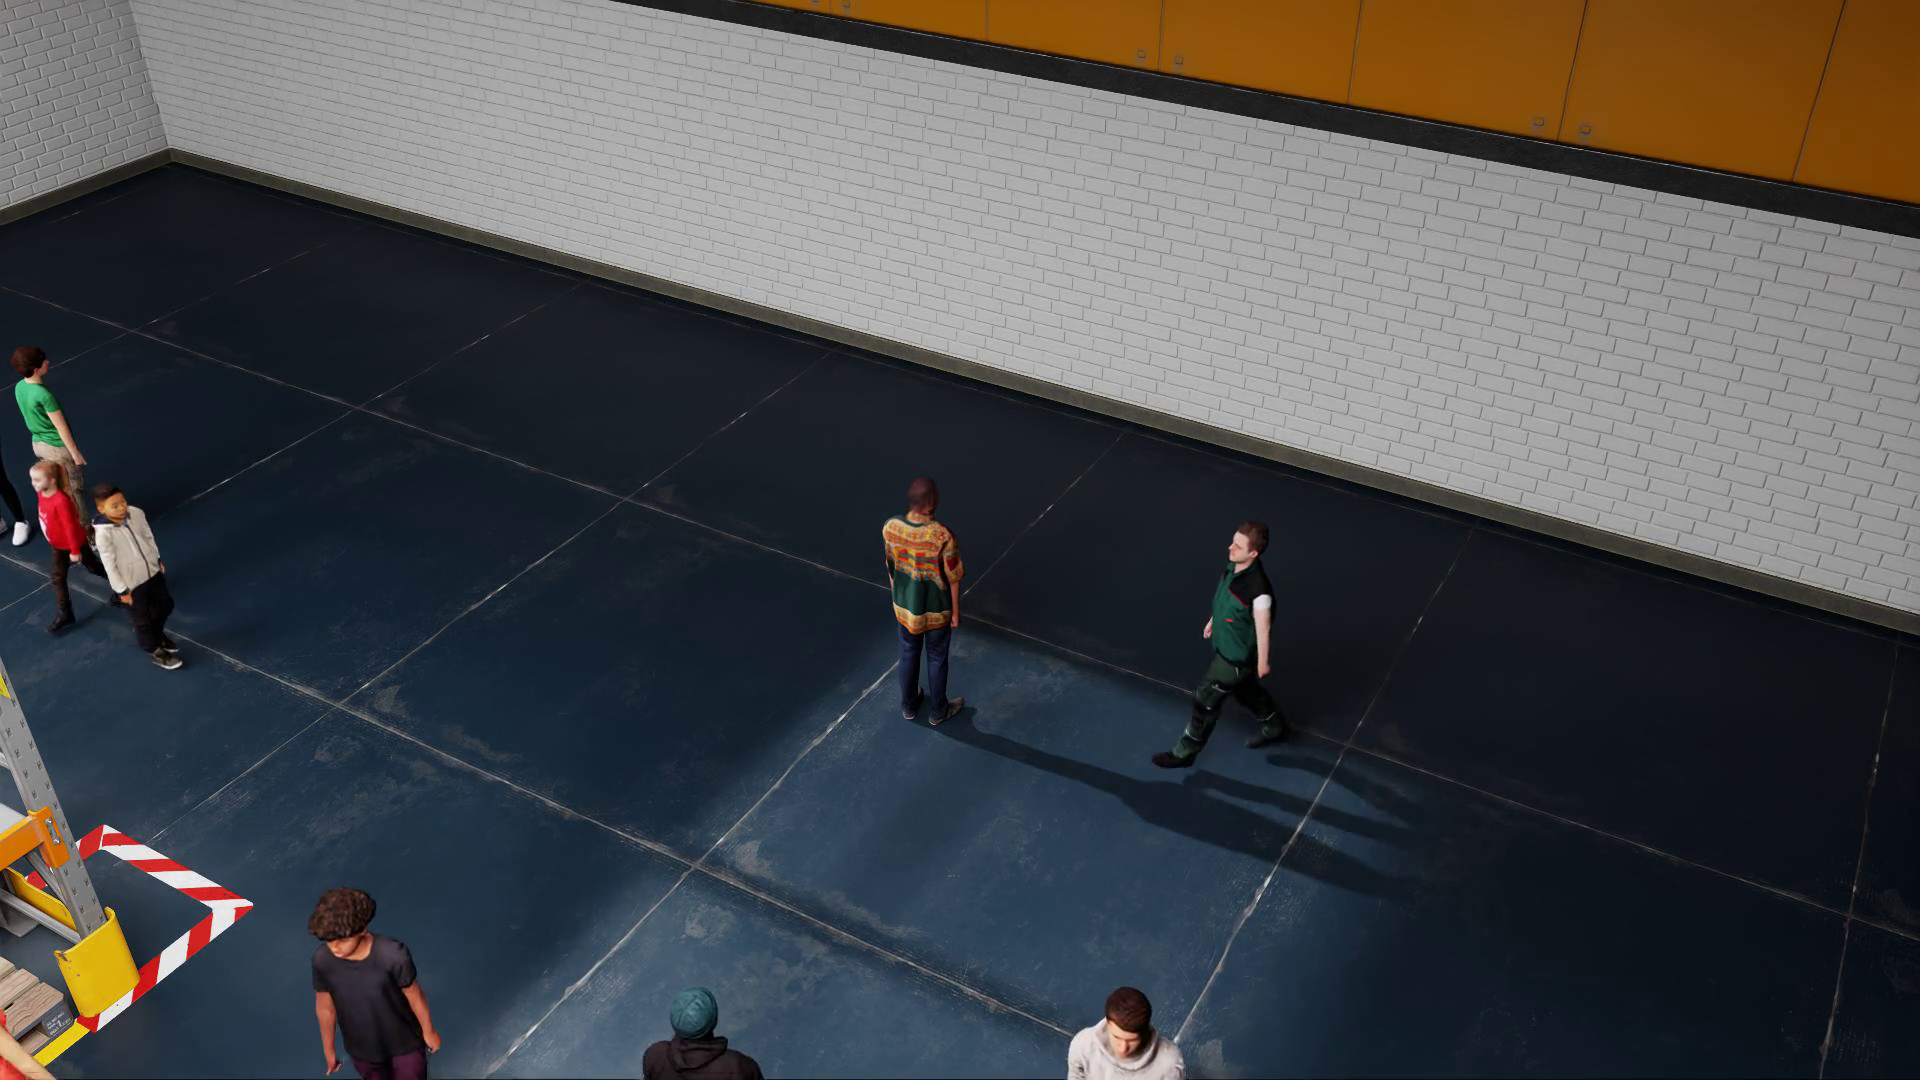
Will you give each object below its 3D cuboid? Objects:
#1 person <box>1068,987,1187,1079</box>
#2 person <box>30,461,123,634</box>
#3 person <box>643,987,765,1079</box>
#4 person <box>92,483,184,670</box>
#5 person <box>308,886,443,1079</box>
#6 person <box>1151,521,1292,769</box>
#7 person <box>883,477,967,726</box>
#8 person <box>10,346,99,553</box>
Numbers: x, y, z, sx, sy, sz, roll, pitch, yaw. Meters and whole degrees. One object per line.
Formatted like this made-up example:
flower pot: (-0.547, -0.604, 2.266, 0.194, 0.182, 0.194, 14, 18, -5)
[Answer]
person: (0.747, 2.550, 7.354, 1.005, 1.796, 1.329, 4, 34, 6)
person: (-6.201, -0.004, 11.681, 0.499, 1.258, 0.881, 19, 38, 26)
person: (-1.105, 2.689, 7.166, 0.899, 1.771, 1.270, 8, 34, 12)
person: (-5.579, 0.225, 11.166, 0.716, 1.447, 0.584, 10, 35, 14)
person: (-2.694, 2.250, 7.828, 0.762, 1.771, 0.766, 1, 34, 1)
person: (1.769, 0.646, 10.213, 1.128, 1.802, 1.180, -3, 34, -4)
person: (-0.233, 0.399, 10.579, 0.713, 1.807, 0.675, 14, 36, 20)
person: (-6.720, -0.676, 12.339, 0.598, 1.651, 0.551, 21, 39, 28)
